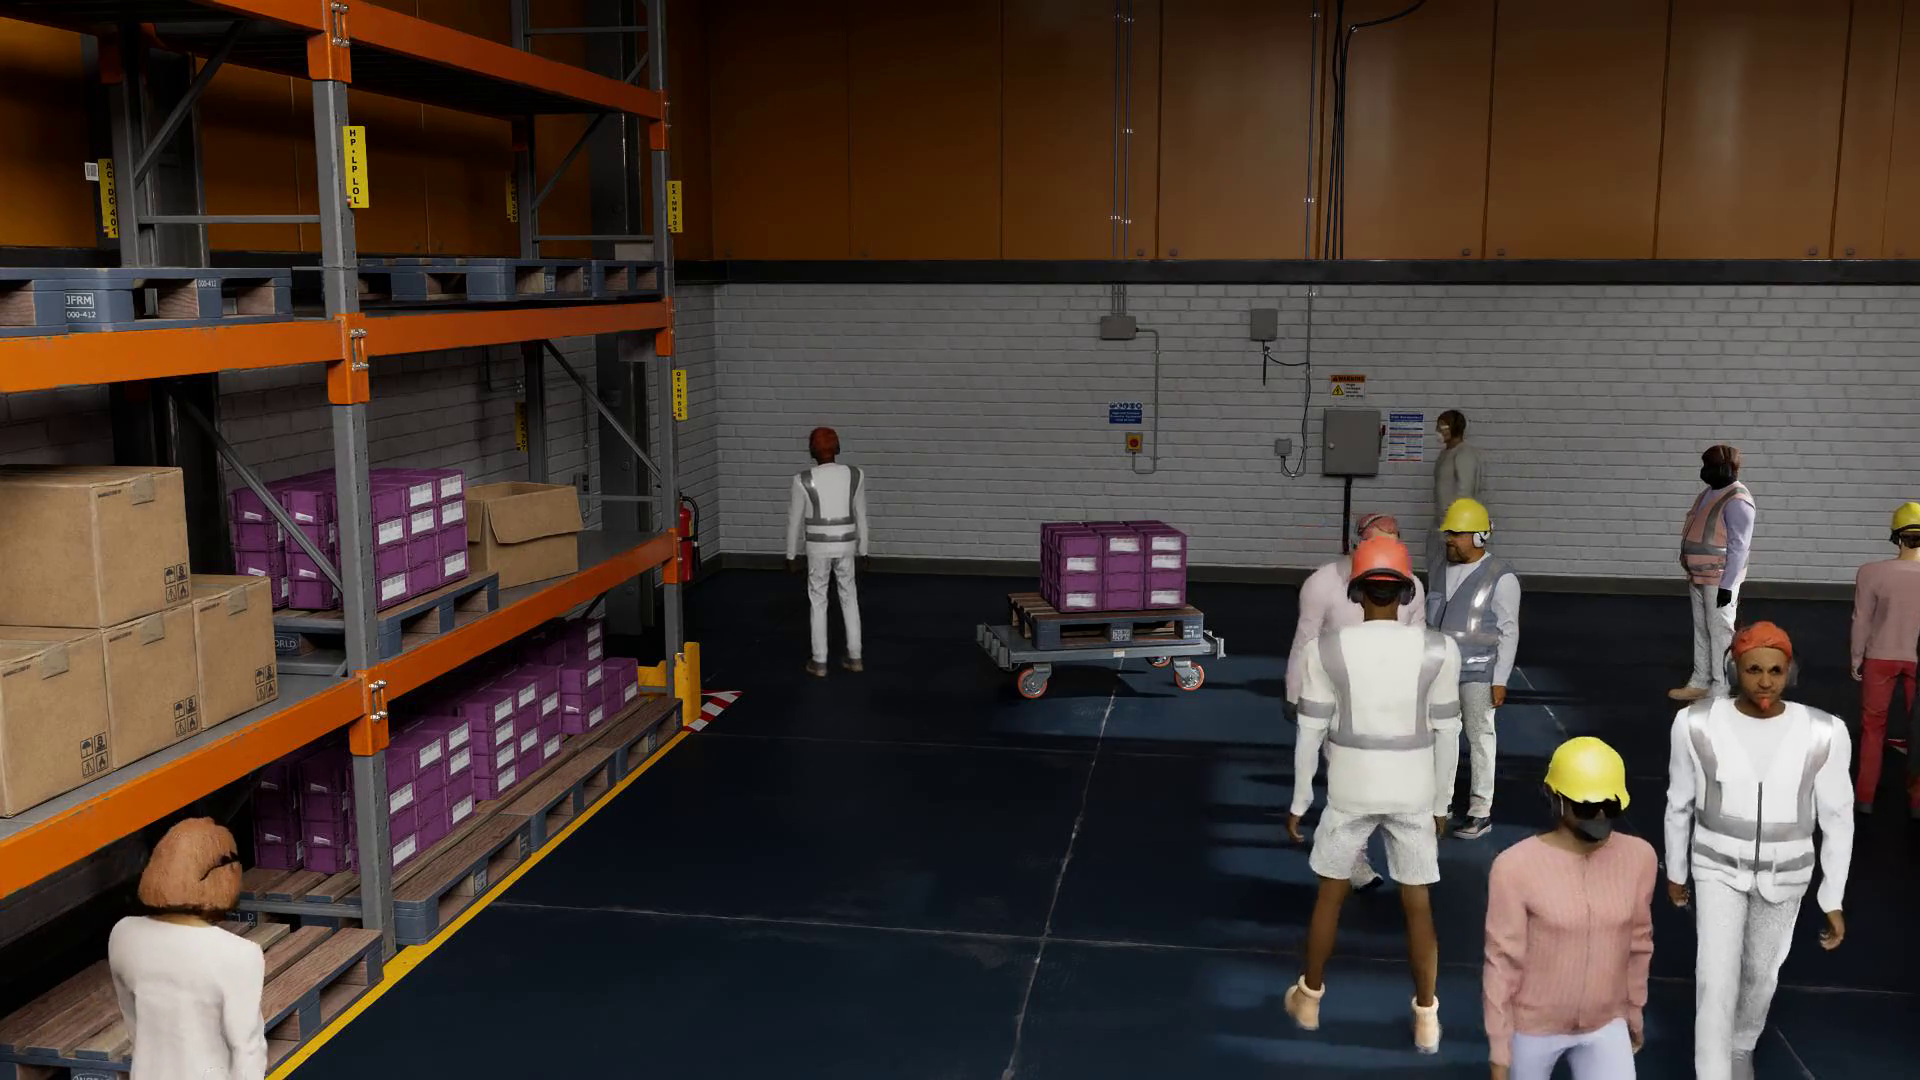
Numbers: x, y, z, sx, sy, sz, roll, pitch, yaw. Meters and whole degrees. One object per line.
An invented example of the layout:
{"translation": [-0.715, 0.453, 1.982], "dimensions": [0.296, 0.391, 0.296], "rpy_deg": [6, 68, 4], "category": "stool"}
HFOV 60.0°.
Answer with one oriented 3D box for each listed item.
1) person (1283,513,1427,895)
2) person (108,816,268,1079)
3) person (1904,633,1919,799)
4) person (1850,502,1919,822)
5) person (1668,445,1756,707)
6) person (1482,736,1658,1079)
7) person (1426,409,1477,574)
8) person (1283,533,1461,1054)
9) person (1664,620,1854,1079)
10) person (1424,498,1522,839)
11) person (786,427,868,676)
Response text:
{"translation": [2.008, 0.790, 8.221], "dimensions": [0.671, 1.842, 0.990], "rpy_deg": [-2, 9, -10], "category": "person"}
{"translation": [-2.028, 1.516, 4.519], "dimensions": [0.519, 1.589, 0.836], "rpy_deg": [2, 10, 14], "category": "person"}
{"translation": [4.449, 0.936, 7.237], "dimensions": [0.593, 1.885, 0.867], "rpy_deg": [3, 10, 20], "category": "person"}
{"translation": [5.225, 0.670, 9.232], "dimensions": [0.527, 1.763, 0.337], "rpy_deg": [4, 10, 21], "category": "person"}
{"translation": [5.201, 0.262, 11.495], "dimensions": [0.429, 1.844, 0.626], "rpy_deg": [0, 9, 2], "category": "person"}
{"translation": [1.753, 1.414, 4.696], "dimensions": [0.553, 1.726, 0.841], "rpy_deg": [-1, 9, -6], "category": "person"}
{"translation": [4.113, -0.121, 13.642], "dimensions": [0.740, 1.916, 0.634], "rpy_deg": [0, 9, 2], "category": "person"}
{"translation": [1.630, 0.978, 6.554], "dimensions": [0.630, 2.037, 0.413], "rpy_deg": [1, 9, 9], "category": "person"}
{"translation": [2.793, 1.178, 5.881], "dimensions": [0.578, 1.845, 0.965], "rpy_deg": [3, 10, 19], "category": "person"}
{"translation": [2.695, 0.680, 8.942], "dimensions": [0.404, 1.830, 0.599], "rpy_deg": [-6, 11, -32], "category": "person"}
{"translation": [-0.986, 0.081, 12.484], "dimensions": [0.607, 1.877, 0.397], "rpy_deg": [-3, 10, -20], "category": "person"}
